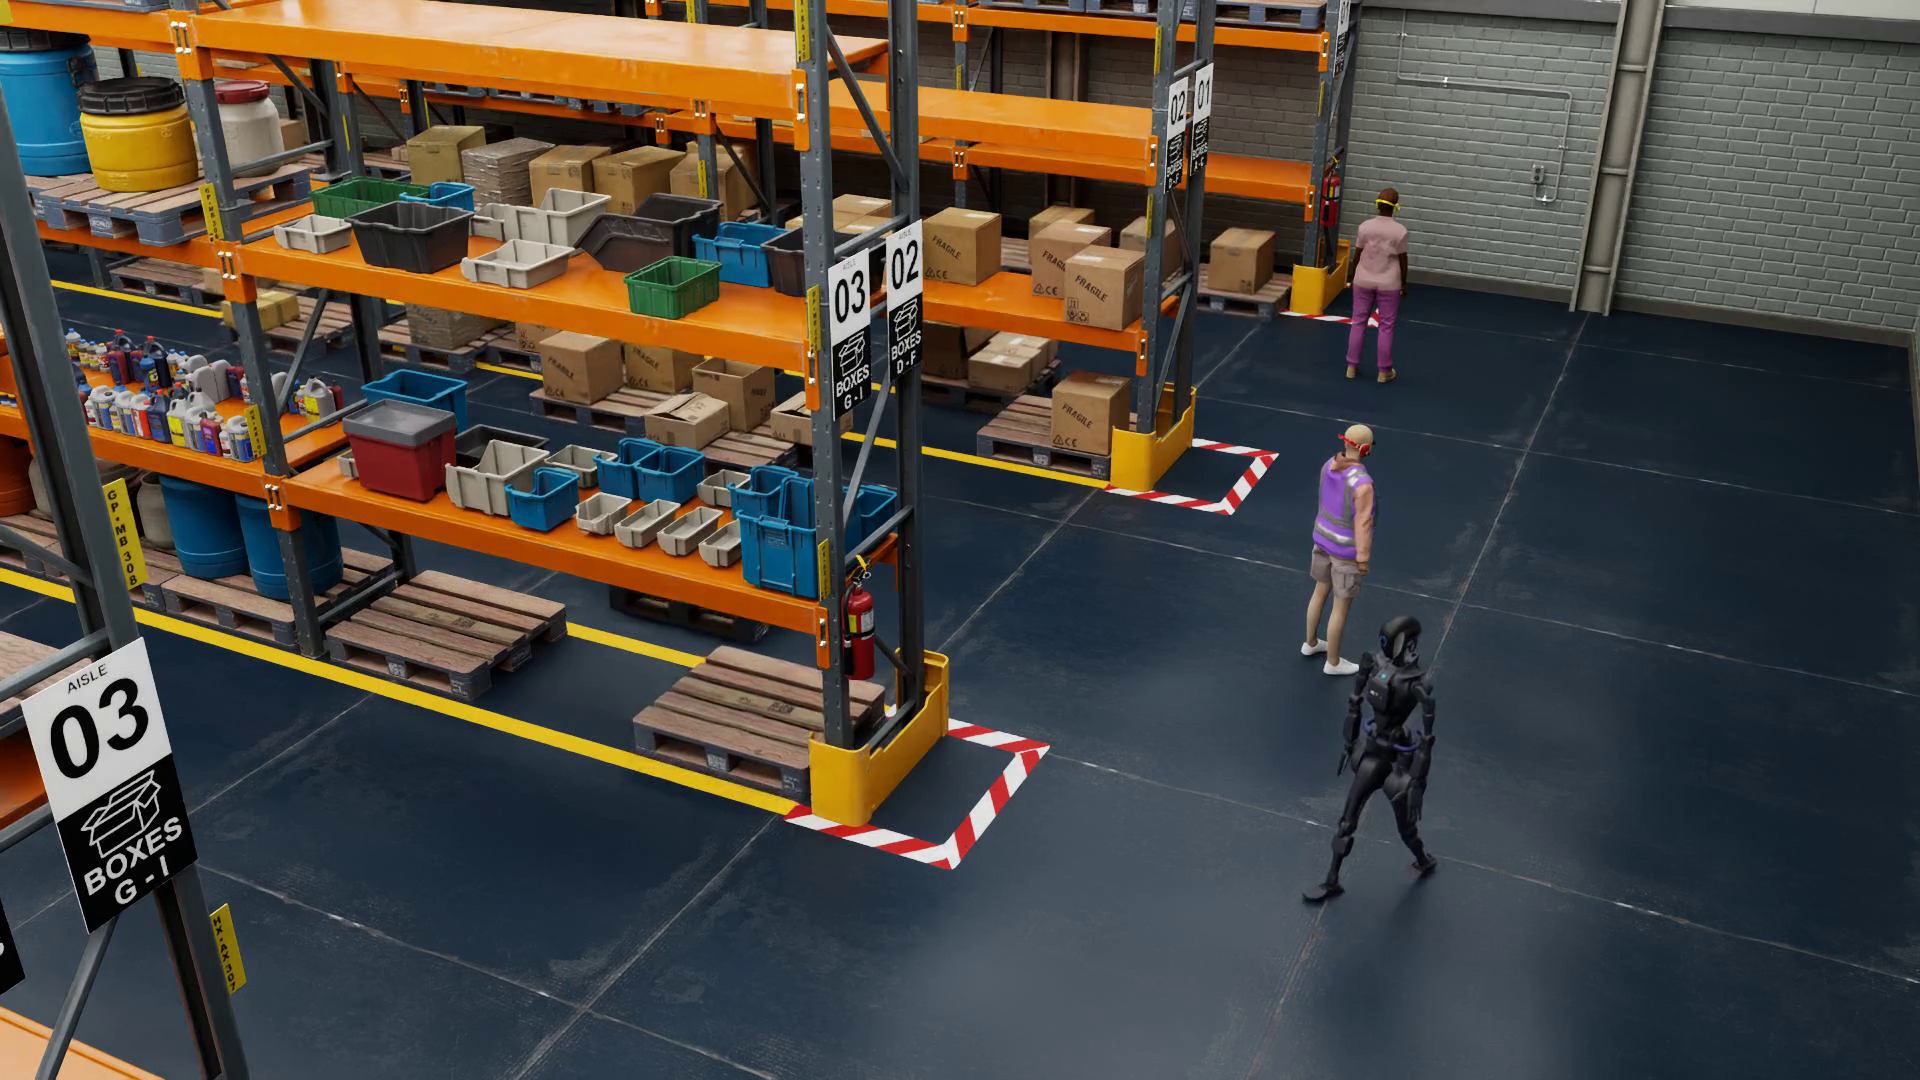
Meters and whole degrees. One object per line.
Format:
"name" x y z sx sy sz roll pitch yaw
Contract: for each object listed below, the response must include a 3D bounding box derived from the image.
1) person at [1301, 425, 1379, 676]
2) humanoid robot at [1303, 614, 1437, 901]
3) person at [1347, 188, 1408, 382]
"person" 2.425 0.057 10.591 0.348 1.688 0.492 -11 28 -20
"humanoid robot" 2.198 1.131 8.502 0.800 1.636 0.591 -16 31 -30
"person" 3.851 -2.348 15.333 0.521 1.800 0.334 14 29 26
